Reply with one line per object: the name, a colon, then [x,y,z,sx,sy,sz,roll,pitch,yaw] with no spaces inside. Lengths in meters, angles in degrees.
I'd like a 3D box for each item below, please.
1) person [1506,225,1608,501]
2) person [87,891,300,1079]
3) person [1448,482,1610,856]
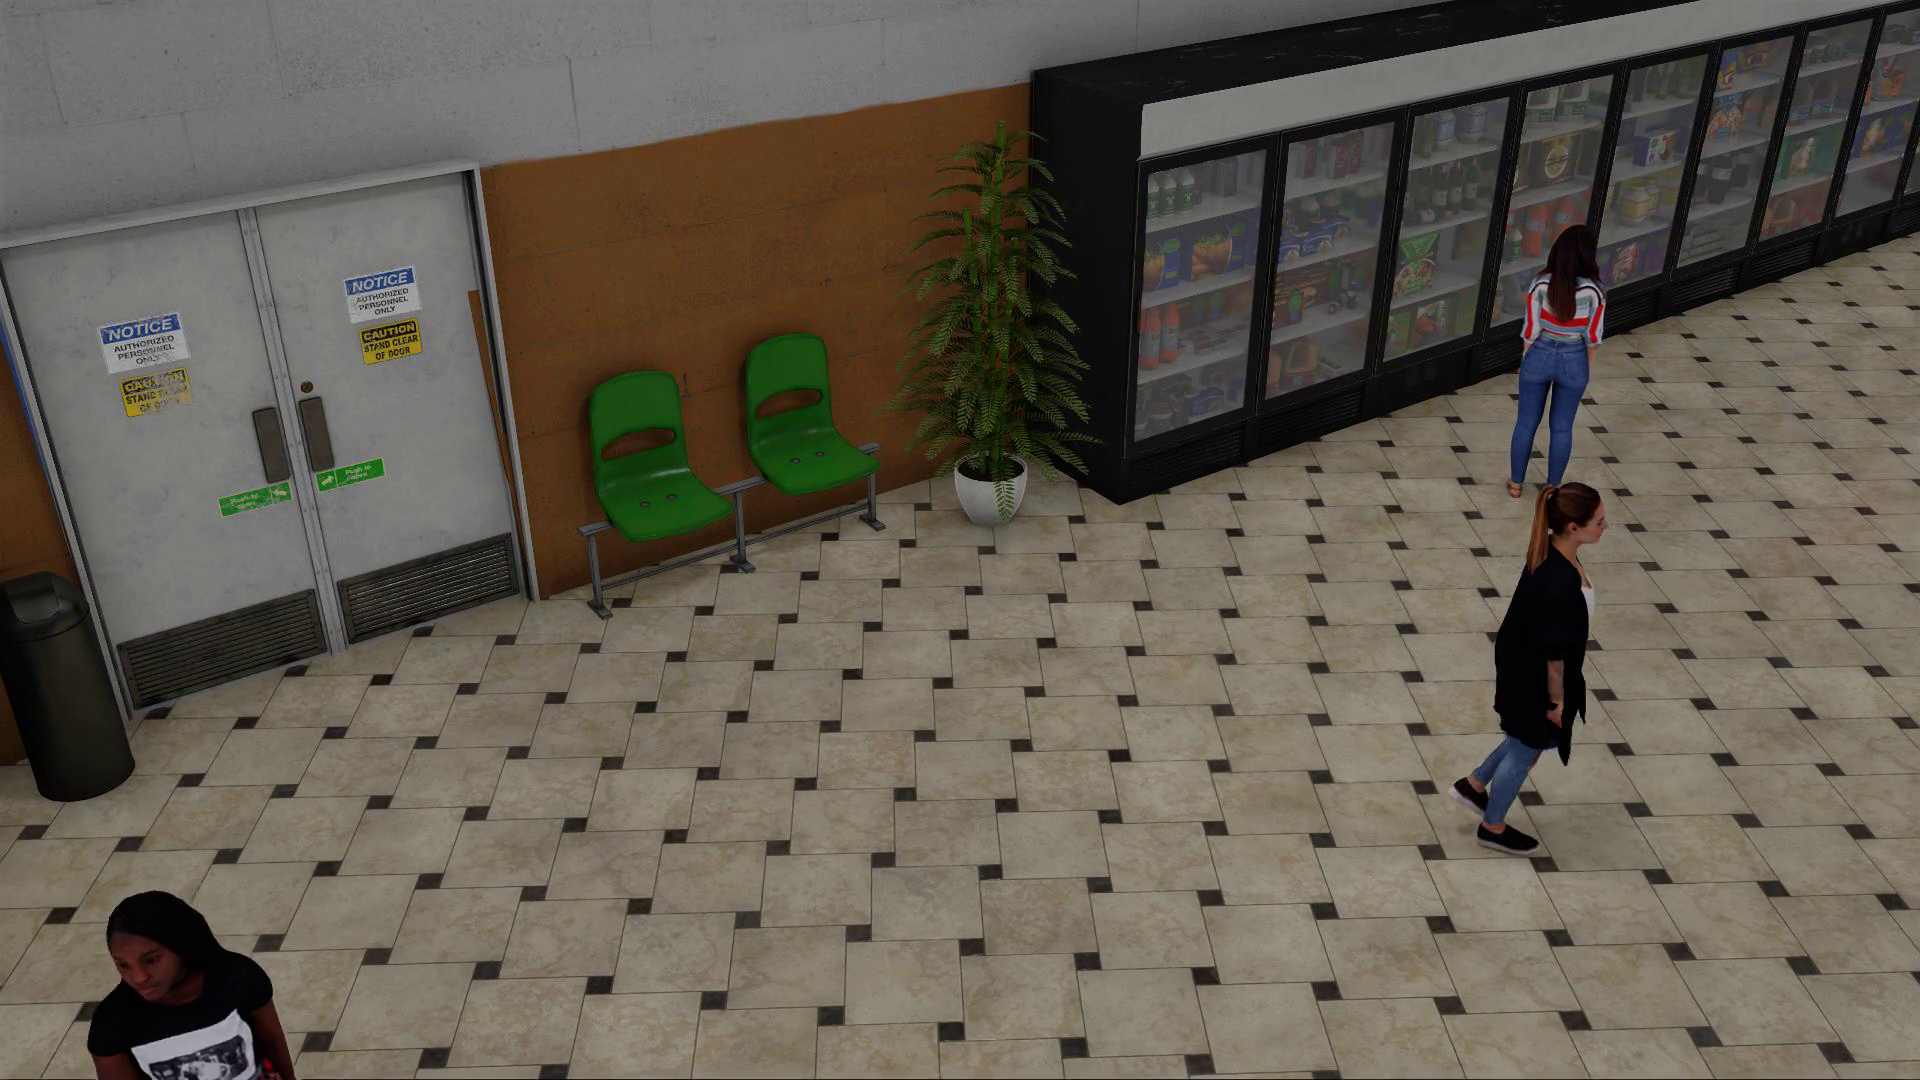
person: [3.329,-0.982,9.297,0.621,1.614,0.726,12,31,20]
person: [-2.024,1.591,4.522,0.695,1.673,1.224,-16,32,-26]
person: [2.163,0.514,6.496,0.889,1.673,0.829,7,29,13]
